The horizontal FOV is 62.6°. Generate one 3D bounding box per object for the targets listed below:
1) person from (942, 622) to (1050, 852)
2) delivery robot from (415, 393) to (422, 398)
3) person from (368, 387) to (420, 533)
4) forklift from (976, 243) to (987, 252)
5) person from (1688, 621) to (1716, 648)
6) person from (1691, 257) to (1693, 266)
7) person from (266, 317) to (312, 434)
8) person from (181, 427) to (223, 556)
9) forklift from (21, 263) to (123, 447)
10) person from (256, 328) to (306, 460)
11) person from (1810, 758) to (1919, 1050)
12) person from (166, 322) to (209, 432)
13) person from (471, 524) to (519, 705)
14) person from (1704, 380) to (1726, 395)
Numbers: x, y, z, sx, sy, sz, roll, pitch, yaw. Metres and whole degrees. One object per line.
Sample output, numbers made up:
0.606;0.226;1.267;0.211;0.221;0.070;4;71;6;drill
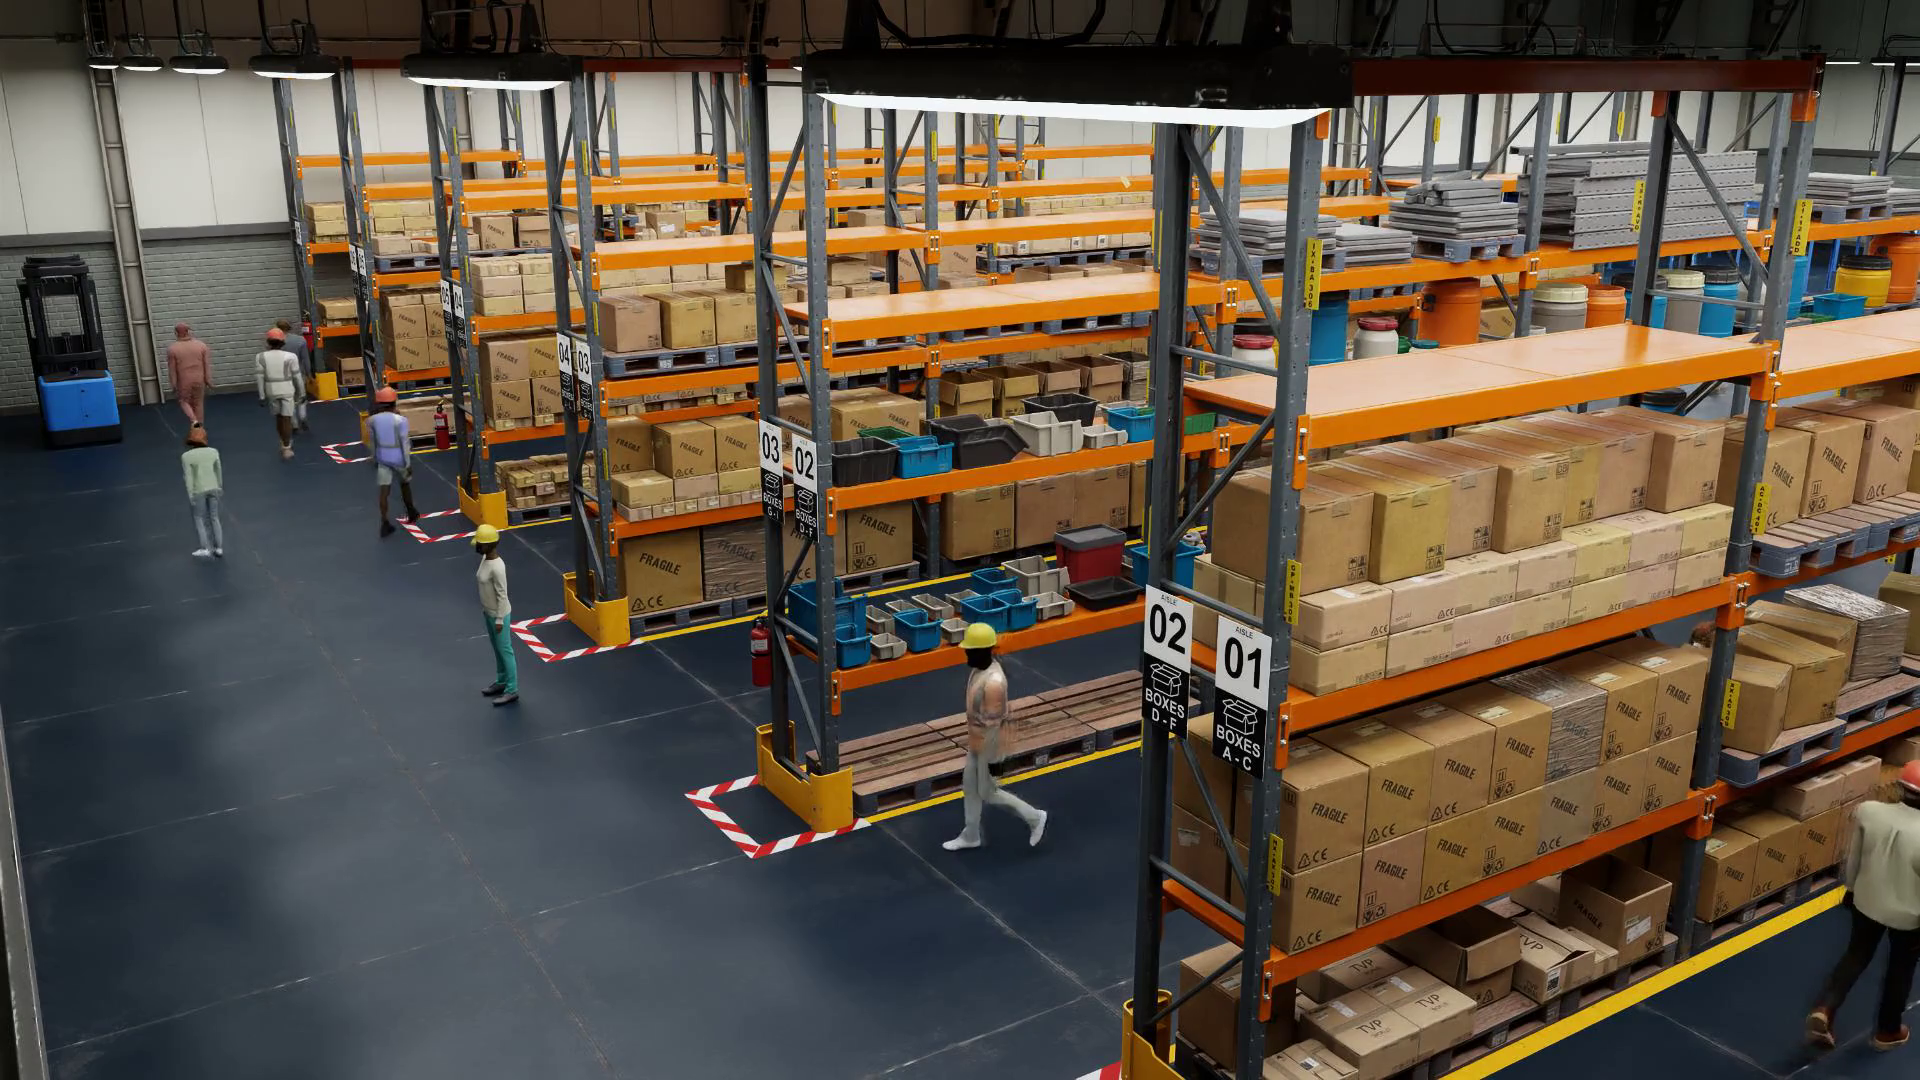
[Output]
0.272;1.530;12.181;0.751;1.903;0.591;-3;17;-8;person
-9.162;-2.247;26.747;0.707;0.478;0.477;-15;22;-39;delivery robot
-7.467;-1.068;20.730;0.563;1.890;0.980;1;17;4;person
0.988;-5.474;34.718;1.214;2.155;2.313;-10;20;-31;forklift
6.126;1.409;13.094;0.841;1.590;0.517;-12;21;-34;person
17.856;-6.578;39.116;0.565;1.677;0.552;12;21;34;person
-11.079;-2.723;26.078;0.659;1.923;0.472;-10;19;-28;person
-9.401;-0.601;19.667;0.429;1.598;0.523;12;21;34;person
-14.518;-3.079;25.708;1.129;2.768;1.873;-10;20;-31;forklift
-10.527;-2.301;24.570;0.633;1.994;0.983;-2;17;-6;person
5.652;2.263;9.661;0.773;1.971;0.621;-11;20;-31;person
-12.564;-2.611;25.771;0.650;1.890;0.515;-16;23;-42;person
-4.469;0.696;15.137;0.306;1.771;0.522;-10;20;-30;person
13.928;-3.609;28.991;0.468;1.918;0.649;-7;18;-23;person
